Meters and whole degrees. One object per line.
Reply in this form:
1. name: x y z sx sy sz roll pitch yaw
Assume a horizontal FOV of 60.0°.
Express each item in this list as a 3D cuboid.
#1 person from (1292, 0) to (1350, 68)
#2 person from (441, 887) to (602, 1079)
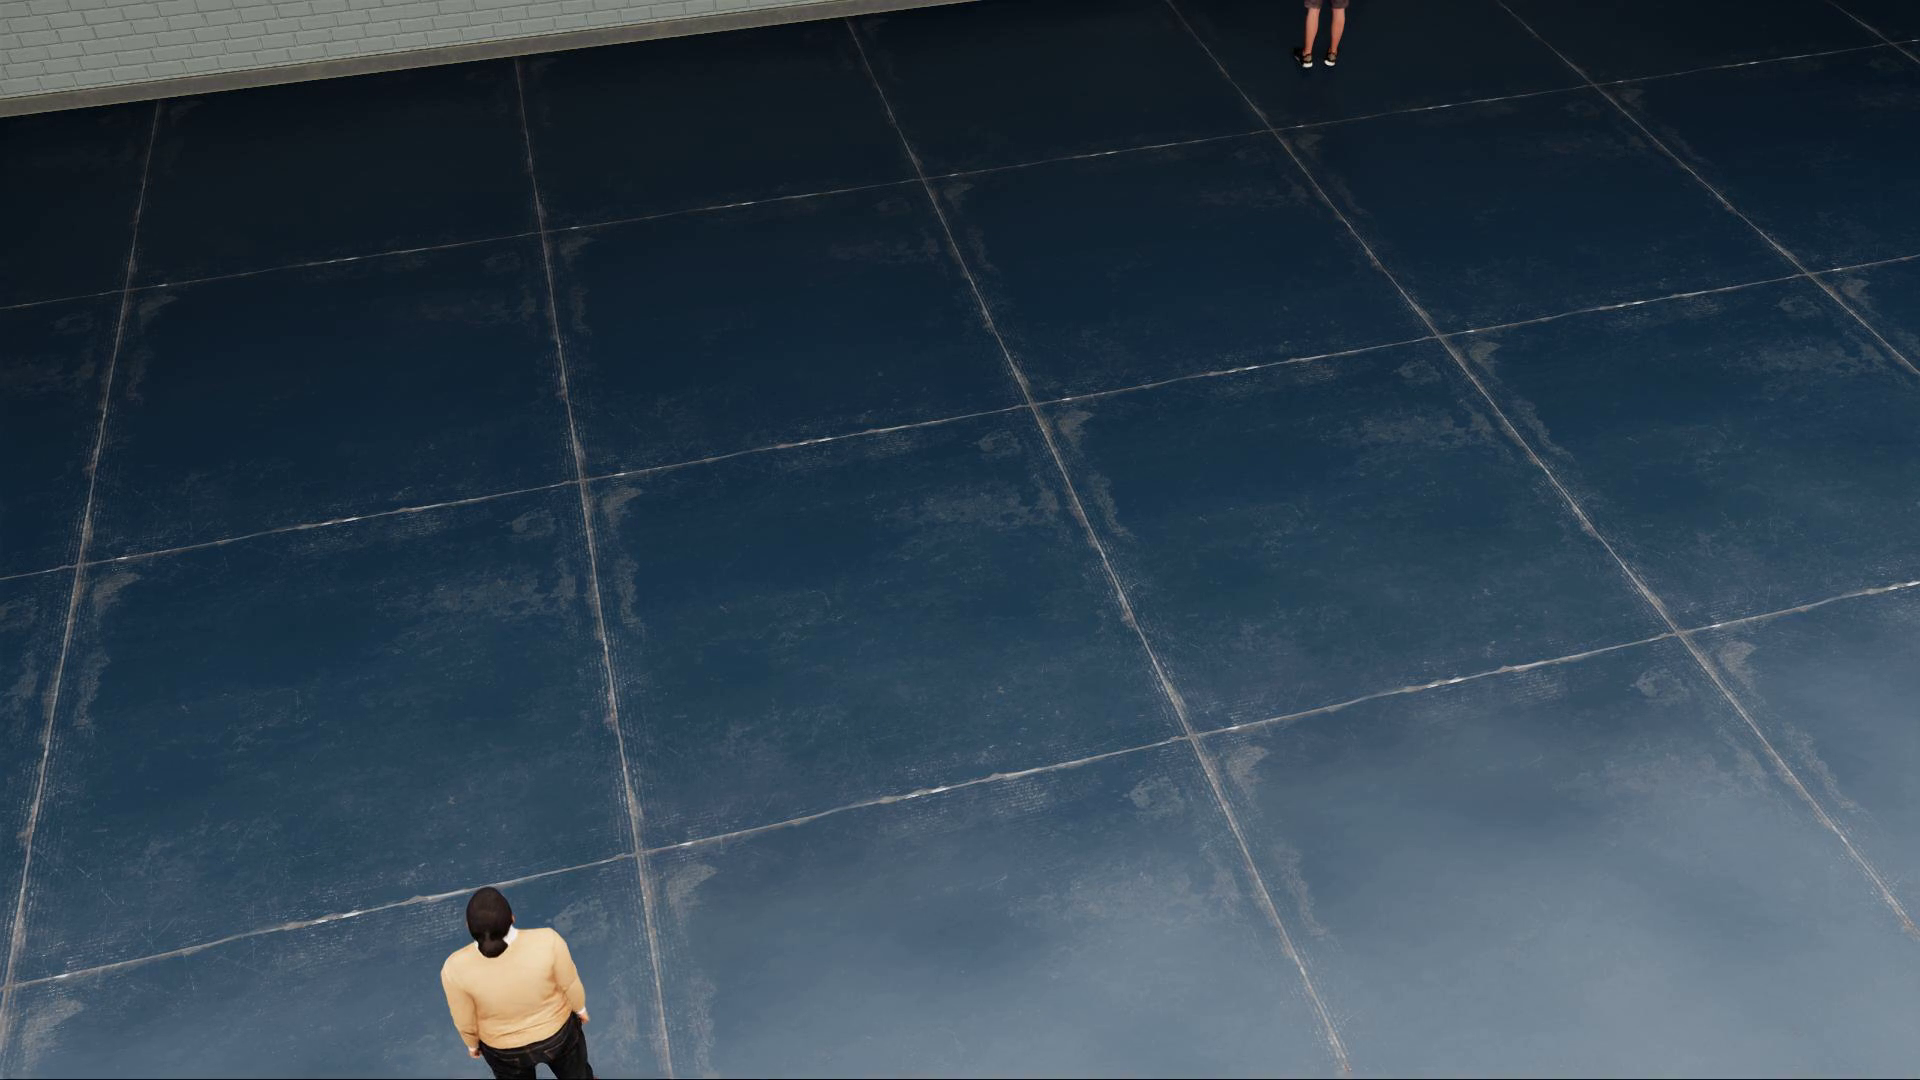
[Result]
1. person: 3.154 -4.923 14.099 0.739 1.857 0.675 0 43 0
2. person: -1.766 1.987 6.775 0.684 1.753 0.600 -15 45 -16
